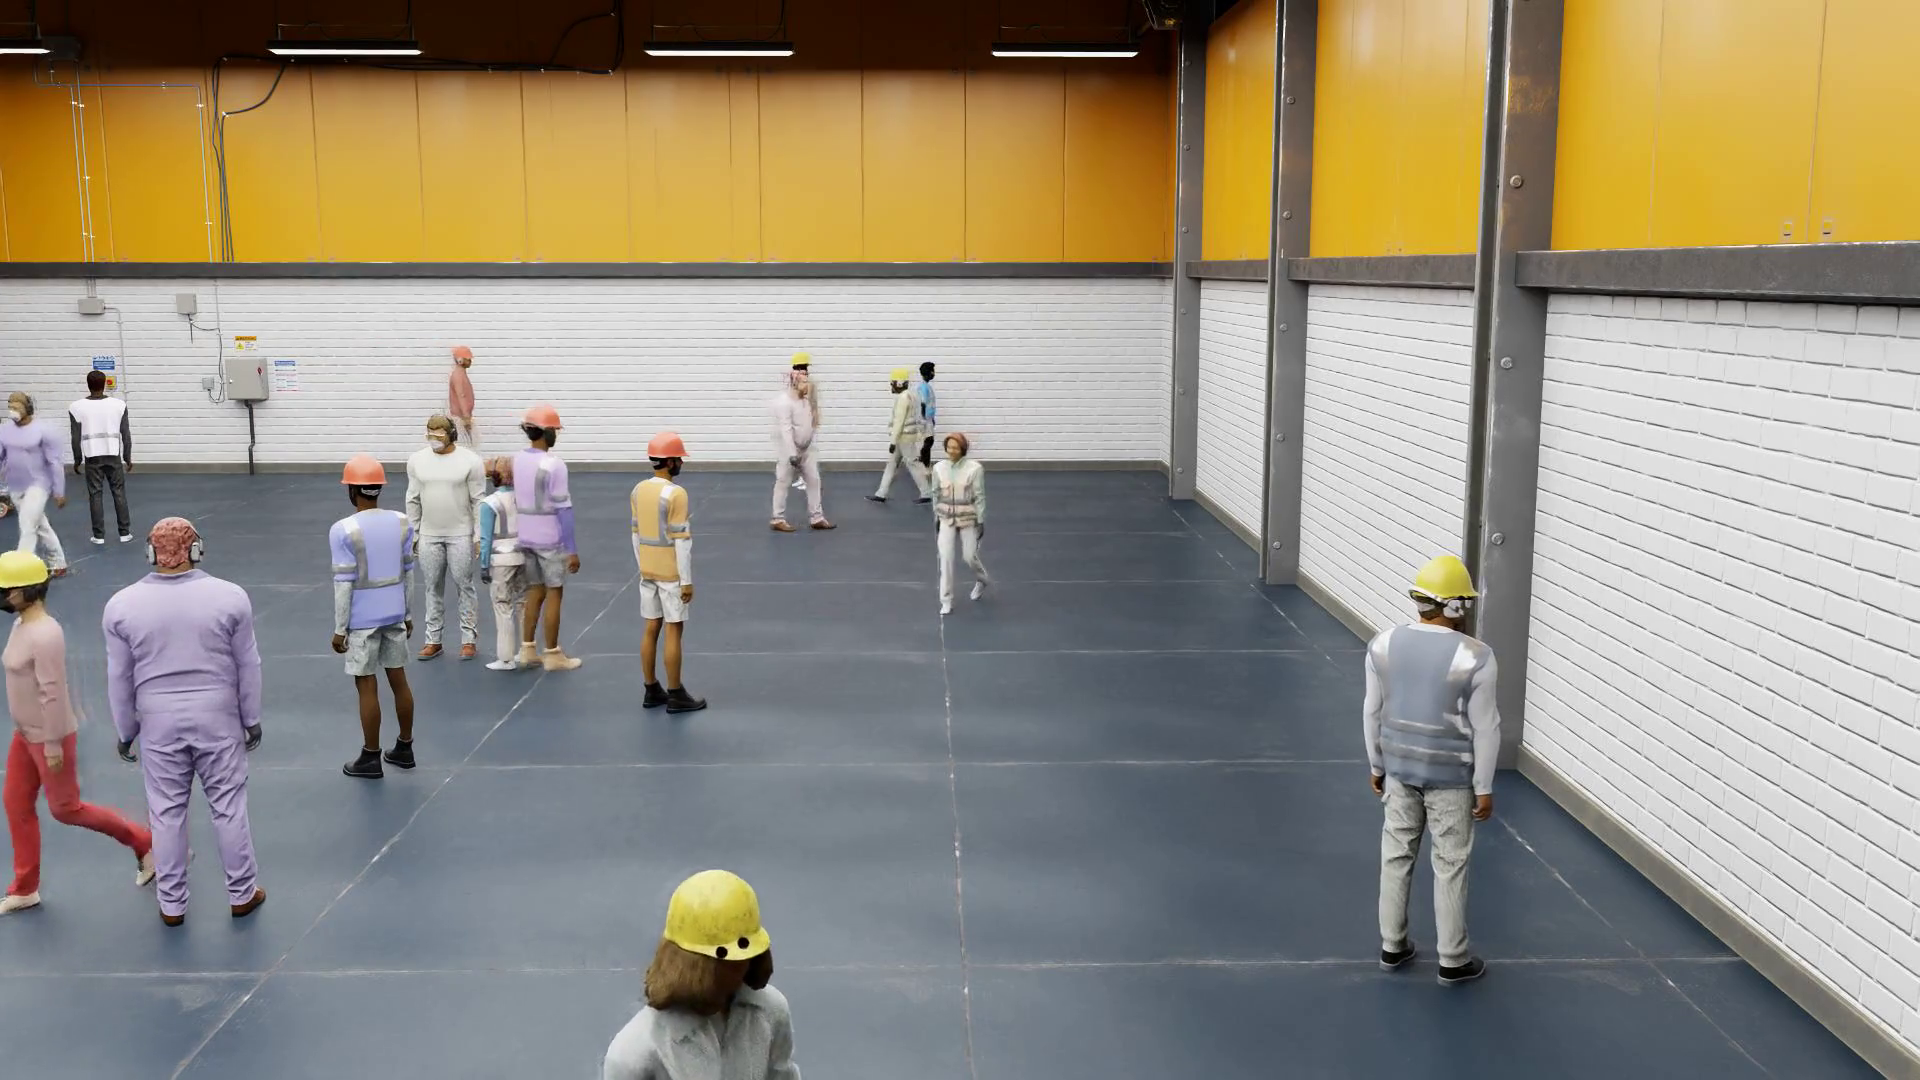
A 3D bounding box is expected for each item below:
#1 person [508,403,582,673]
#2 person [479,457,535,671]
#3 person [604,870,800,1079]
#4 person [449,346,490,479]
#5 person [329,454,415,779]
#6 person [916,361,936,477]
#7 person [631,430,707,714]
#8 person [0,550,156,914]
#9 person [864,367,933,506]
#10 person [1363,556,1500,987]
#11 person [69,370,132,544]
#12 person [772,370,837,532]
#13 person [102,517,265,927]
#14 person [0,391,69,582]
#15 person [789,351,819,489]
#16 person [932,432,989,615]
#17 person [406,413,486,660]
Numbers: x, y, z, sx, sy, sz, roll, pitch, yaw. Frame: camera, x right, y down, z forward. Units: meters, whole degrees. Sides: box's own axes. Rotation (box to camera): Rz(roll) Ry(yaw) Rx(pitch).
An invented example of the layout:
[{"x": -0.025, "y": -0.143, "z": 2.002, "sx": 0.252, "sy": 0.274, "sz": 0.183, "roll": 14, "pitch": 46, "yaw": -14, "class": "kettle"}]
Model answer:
[{"x": -3.116, "y": -0.009, "z": 12.492, "sx": 0.643, "sy": 2.039, "sz": 0.392, "roll": 8, "pitch": 12, "yaw": 39, "class": "person"}, {"x": -3.423, "y": 0.178, "z": 12.586, "sx": 0.332, "sy": 1.631, "sz": 0.515, "roll": 6, "pitch": 11, "yaw": 31, "class": "person"}, {"x": -0.490, "y": 1.577, "z": 3.711, "sx": 0.737, "sy": 1.712, "sz": 0.512, "roll": 8, "pitch": 12, "yaw": 40, "class": "person"}, {"x": -7.159, "y": -1.809, "z": 23.836, "sx": 1.041, "sy": 1.948, "sz": 0.632, "roll": -1, "pitch": 9, "yaw": -5, "class": "person"}, {"x": -3.518, "y": 0.455, "z": 9.951, "sx": 0.358, "sy": 1.937, "sz": 0.548, "roll": 6, "pitch": 11, "yaw": 34, "class": "person"}, {"x": -0.491, "y": -1.762, "z": 24.282, "sx": 0.348, "sy": 1.693, "sz": 0.574, "roll": 1, "pitch": 9, "yaw": 5, "class": "person"}, {"x": -2.011, "y": 0.215, "z": 11.419, "sx": 0.547, "sy": 1.938, "sz": 0.377, "roll": 9, "pitch": 13, "yaw": 42, "class": "person"}, {"x": -4.255, "y": 0.895, "z": 7.880, "sx": 0.752, "sy": 1.746, "sz": 0.528, "roll": -8, "pitch": 12, "yaw": -42, "class": "person"}, {"x": -0.749, "y": -1.317, "z": 21.289, "sx": 0.925, "sy": 1.783, "sz": 0.613, "roll": 0, "pitch": 9, "yaw": 2, "class": "person"}, {"x": 2.013, "y": 0.975, "z": 7.097, "sx": 0.591, "sy": 1.829, "sz": 0.404, "roll": 8, "pitch": 12, "yaw": 41, "class": "person"}, {"x": -9.494, "y": -0.915, "z": 18.415, "sx": 0.590, "sy": 1.915, "sz": 0.386, "roll": -5, "pitch": 11, "yaw": -30, "class": "person"}, {"x": -1.815, "y": -1.009, "z": 19.137, "sx": 0.838, "sy": 1.877, "sz": 0.668, "roll": 5, "pitch": 10, "yaw": 26, "class": "person"}, {"x": -3.573, "y": 0.838, "z": 7.721, "sx": 0.639, "sy": 1.902, "sz": 0.402, "roll": -3, "pitch": 10, "yaw": -18, "class": "person"}, {"x": -8.873, "y": -0.465, "z": 15.792, "sx": 0.647, "sy": 1.881, "sz": 1.062, "roll": 2, "pitch": 10, "yaw": 13, "class": "person"}, {"x": -2.174, "y": -1.629, "z": 22.832, "sx": 0.501, "sy": 1.910, "sz": 0.586, "roll": -2, "pitch": 10, "yaw": -13, "class": "person"}, {"x": 0.018, "y": -0.176, "z": 14.797, "sx": 0.524, "sy": 1.615, "sz": 0.650, "roll": 3, "pitch": 10, "yaw": 20, "class": "person"}, {"x": -3.980, "y": -0.025, "z": 12.908, "sx": 0.627, "sy": 1.934, "sz": 0.371, "roll": 0, "pitch": 9, "yaw": 1, "class": "person"}]
